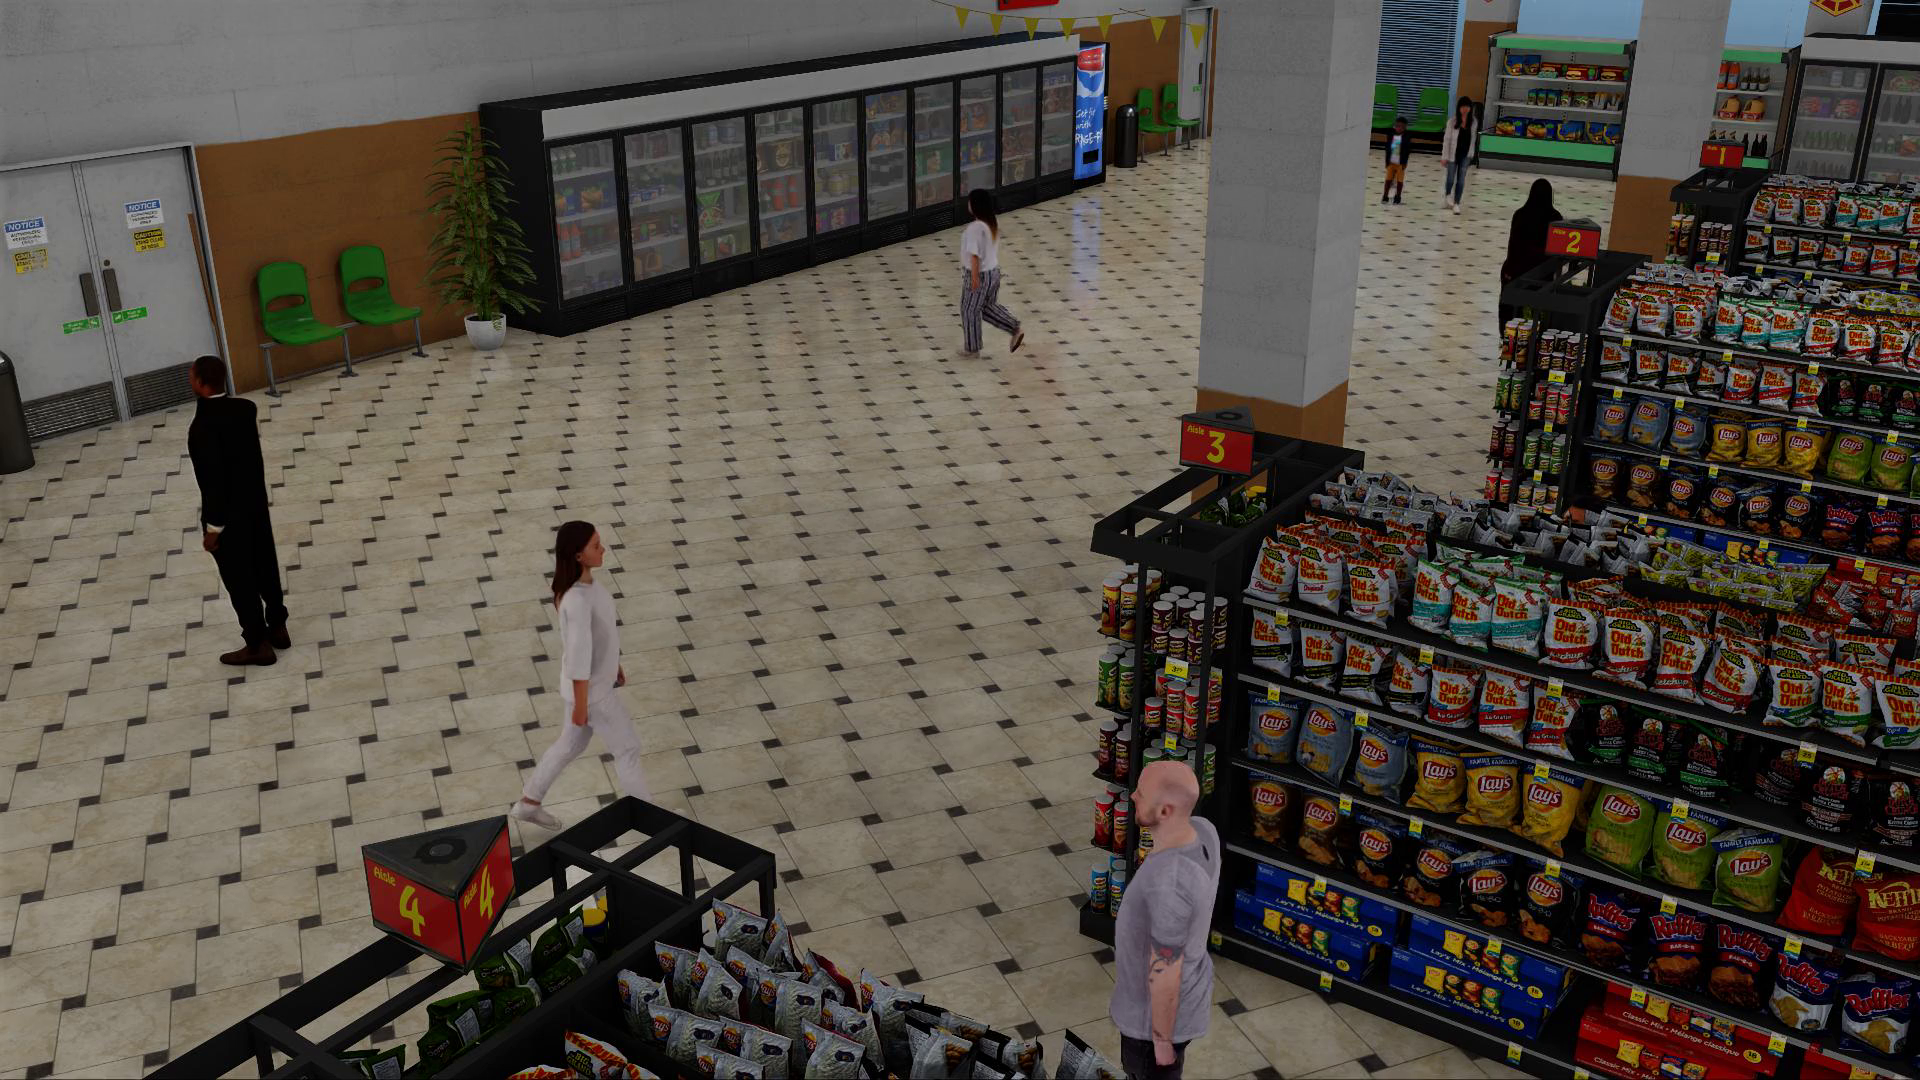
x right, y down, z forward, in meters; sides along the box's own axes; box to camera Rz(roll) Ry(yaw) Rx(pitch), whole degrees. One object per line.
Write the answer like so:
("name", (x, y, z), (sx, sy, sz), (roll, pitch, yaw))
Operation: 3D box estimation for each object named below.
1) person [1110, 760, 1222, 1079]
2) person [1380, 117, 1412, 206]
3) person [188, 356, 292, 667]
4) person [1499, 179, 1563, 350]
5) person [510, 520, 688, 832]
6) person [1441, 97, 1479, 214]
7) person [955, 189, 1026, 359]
("person", (0.781, 1.583, 5.644), (1.093, 1.814, 0.836), (8, 23, 19))
("person", (6.307, -5.439, 23.884), (0.734, 1.245, 0.628), (11, 25, 26))
("person", (-4.306, -0.178, 9.906), (0.758, 1.904, 0.784), (5, 22, 13))
("person", (5.562, -2.600, 16.150), (0.879, 1.742, 0.935), (0, 22, 0))
("person", (-1.870, 0.704, 8.046), (1.079, 1.655, 1.087), (-6, 23, -15))
("person", (6.989, -5.391, 23.319), (1.156, 1.576, 1.037), (1, 22, 3))
("person", (0.283, -2.562, 16.169), (0.982, 1.659, 0.775), (10, 24, 23))
